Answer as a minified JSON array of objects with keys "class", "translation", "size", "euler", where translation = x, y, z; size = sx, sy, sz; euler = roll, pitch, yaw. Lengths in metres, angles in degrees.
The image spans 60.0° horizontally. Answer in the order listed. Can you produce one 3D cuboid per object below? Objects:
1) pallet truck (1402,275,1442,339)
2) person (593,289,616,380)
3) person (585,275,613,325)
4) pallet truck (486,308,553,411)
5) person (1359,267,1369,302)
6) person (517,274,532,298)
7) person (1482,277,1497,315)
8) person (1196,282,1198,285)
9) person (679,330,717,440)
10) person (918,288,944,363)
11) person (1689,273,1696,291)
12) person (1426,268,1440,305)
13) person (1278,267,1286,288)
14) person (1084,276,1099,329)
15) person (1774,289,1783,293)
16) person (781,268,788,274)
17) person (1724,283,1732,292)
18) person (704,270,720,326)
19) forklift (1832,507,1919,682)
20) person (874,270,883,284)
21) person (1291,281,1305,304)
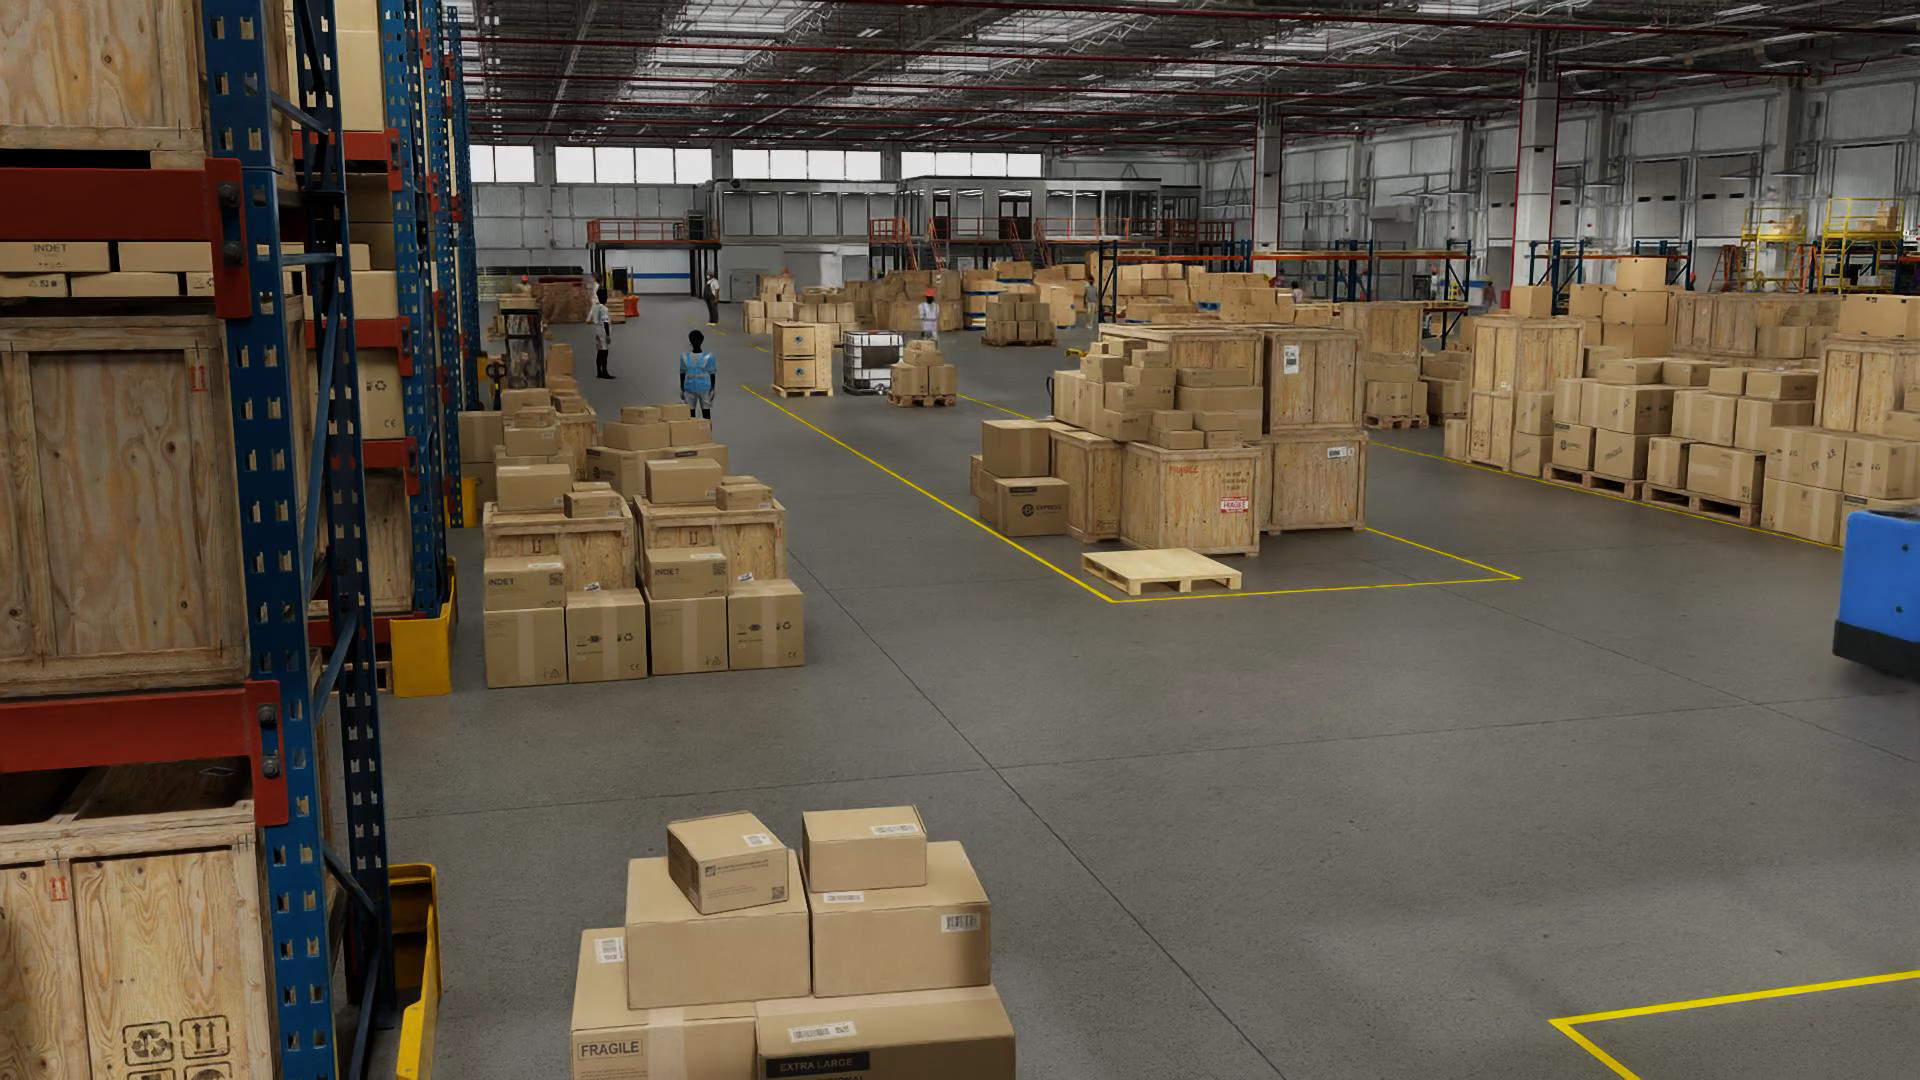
[{"class":"pallet truck","translation":[14.620,-7.324,52.145],"size":[0.823,1.965,1.885],"euler":[8,13,40]},{"class":"person","translation":[-7.688,-4.431,35.848],"size":[0.361,1.965,0.613],"euler":[-7,12,-34]},{"class":"person","translation":[-13.251,-8.752,60.732],"size":[1.008,1.839,0.586],"euler":[-1,10,-6]},{"class":"pallet truck","translation":[-6.242,-2.418,24.362],"size":[0.823,1.965,1.885],"euler":[1,10,3]},{"class":"person","translation":[17.856,-11.030,73.287],"size":[1.030,1.939,0.628],"euler":[-8,13,-39]},{"class":"person","translation":[-15.384,-8.410,58.586],"size":[0.940,1.904,0.536],"euler":[9,13,41]},{"class":"person","translation":[19.526,-8.794,61.200],"size":[0.527,1.747,0.658],"euler":[-4,11,-24]},{"class":"person","translation":[9.291,-9.290,63.800],"size":[0.646,1.811,0.806],"euler":[5,11,25]},{"class":"person","translation":[-3.699,-2.107,23.452],"size":[0.542,1.695,0.316],"euler":[1,10,8]},{"class":"person","translation":[-0.687,-4.927,38.887],"size":[0.558,1.880,1.012],"euler":[-5,11,-26]},{"class":"person","translation":[23.959,-7.763,54.636],"size":[0.378,1.996,0.610],"euler":[1,10,7]},{"class":"person","translation":[21.141,-11.187,74.306],"size":[0.553,1.901,0.949],"euler":[0,10,1]},{"class":"person","translation":[15.102,-11.939,78.538],"size":[0.933,1.920,0.598],"euler":[1,10,6]},{"class":"person","translation":[4.596,-8.246,57.837],"size":[0.488,1.839,0.728],"euler":[-2,10,-9]},{"class":"person","translation":[18.500,-4.742,37.746],"size":[0.642,1.919,0.570],"euler":[2,10,11]},{"class":"person","translation":[-6.946,-9.784,66.047],"size":[0.637,2.015,0.702],"euler":[1,10,8]},{"class":"person","translation":[20.970,-6.109,45.604],"size":[0.606,1.875,0.544],"euler":[-5,11,-27]},{"class":"person","translation":[-9.013,-8.769,60.202],"size":[0.536,2.000,0.688],"euler":[-7,12,-34]},{"class":"forklift","translation":[7.013,-0.499,10.996],"size":[1.873,2.768,1.129],"euler":[-3,10,-15]},{"class":"person","translation":[-3.446,-10.631,71.231],"size":[1.010,1.873,0.611],"euler":[7,12,34]},{"class":"person","translation":[10.113,-6.961,50.571],"size":[0.662,1.823,0.604],"euler":[-7,12,-34]}]
